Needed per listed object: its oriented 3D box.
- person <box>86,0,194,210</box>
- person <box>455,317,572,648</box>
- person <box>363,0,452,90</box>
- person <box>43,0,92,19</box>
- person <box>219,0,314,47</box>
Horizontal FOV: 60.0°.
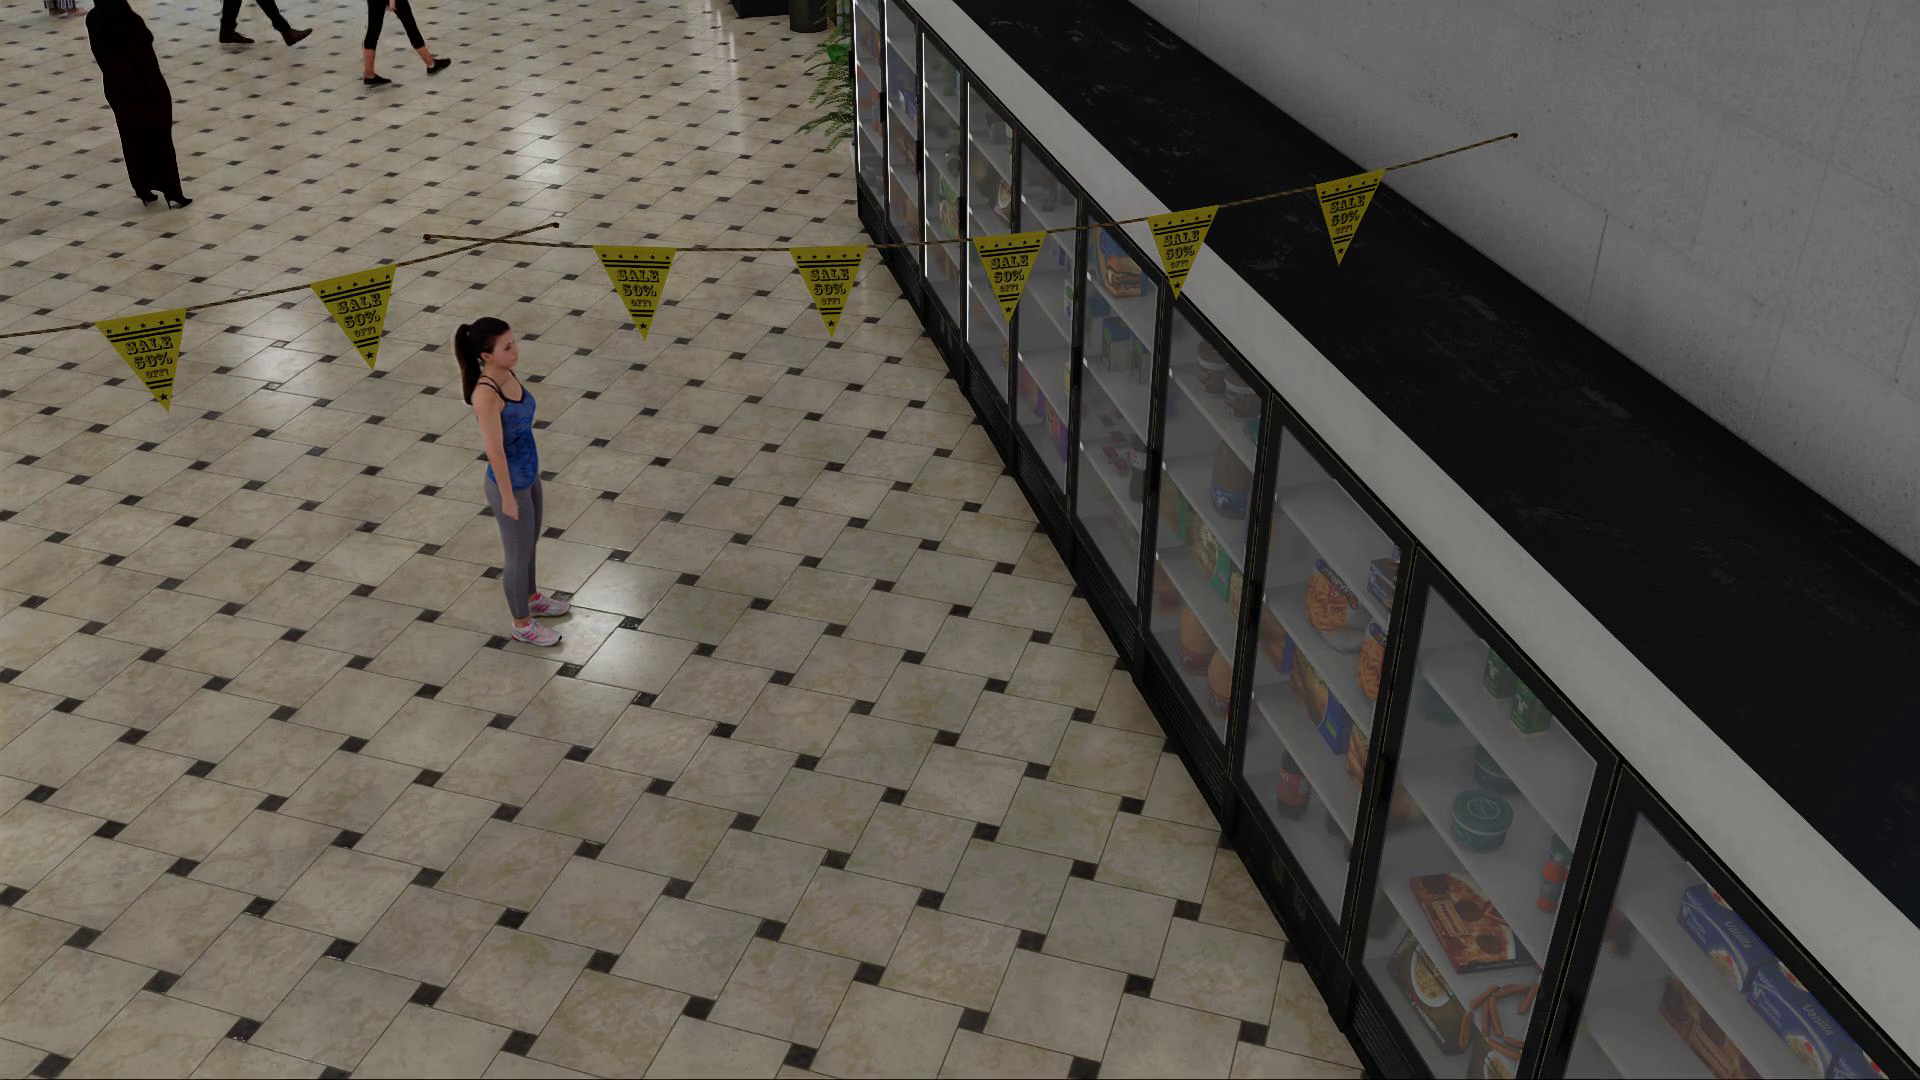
[{"bbox_3d":[-6.124,-3.331,12.339,0.721,1.758,0.824,9,33,15],"label":"person"},{"bbox_3d":[-2.026,-0.271,7.562,0.606,1.609,0.622,0,32,-1],"label":"person"},{"bbox_3d":[-5.240,-4.883,14.909,0.986,1.678,1.170,25,40,34],"label":"person"},{"bbox_3d":[-9.440,-6.264,17.122,0.756,1.684,0.847,11,34,17],"label":"person"},{"bbox_3d":[-7.024,-5.649,15.979,1.353,1.848,1.026,3,32,4],"label":"person"}]
